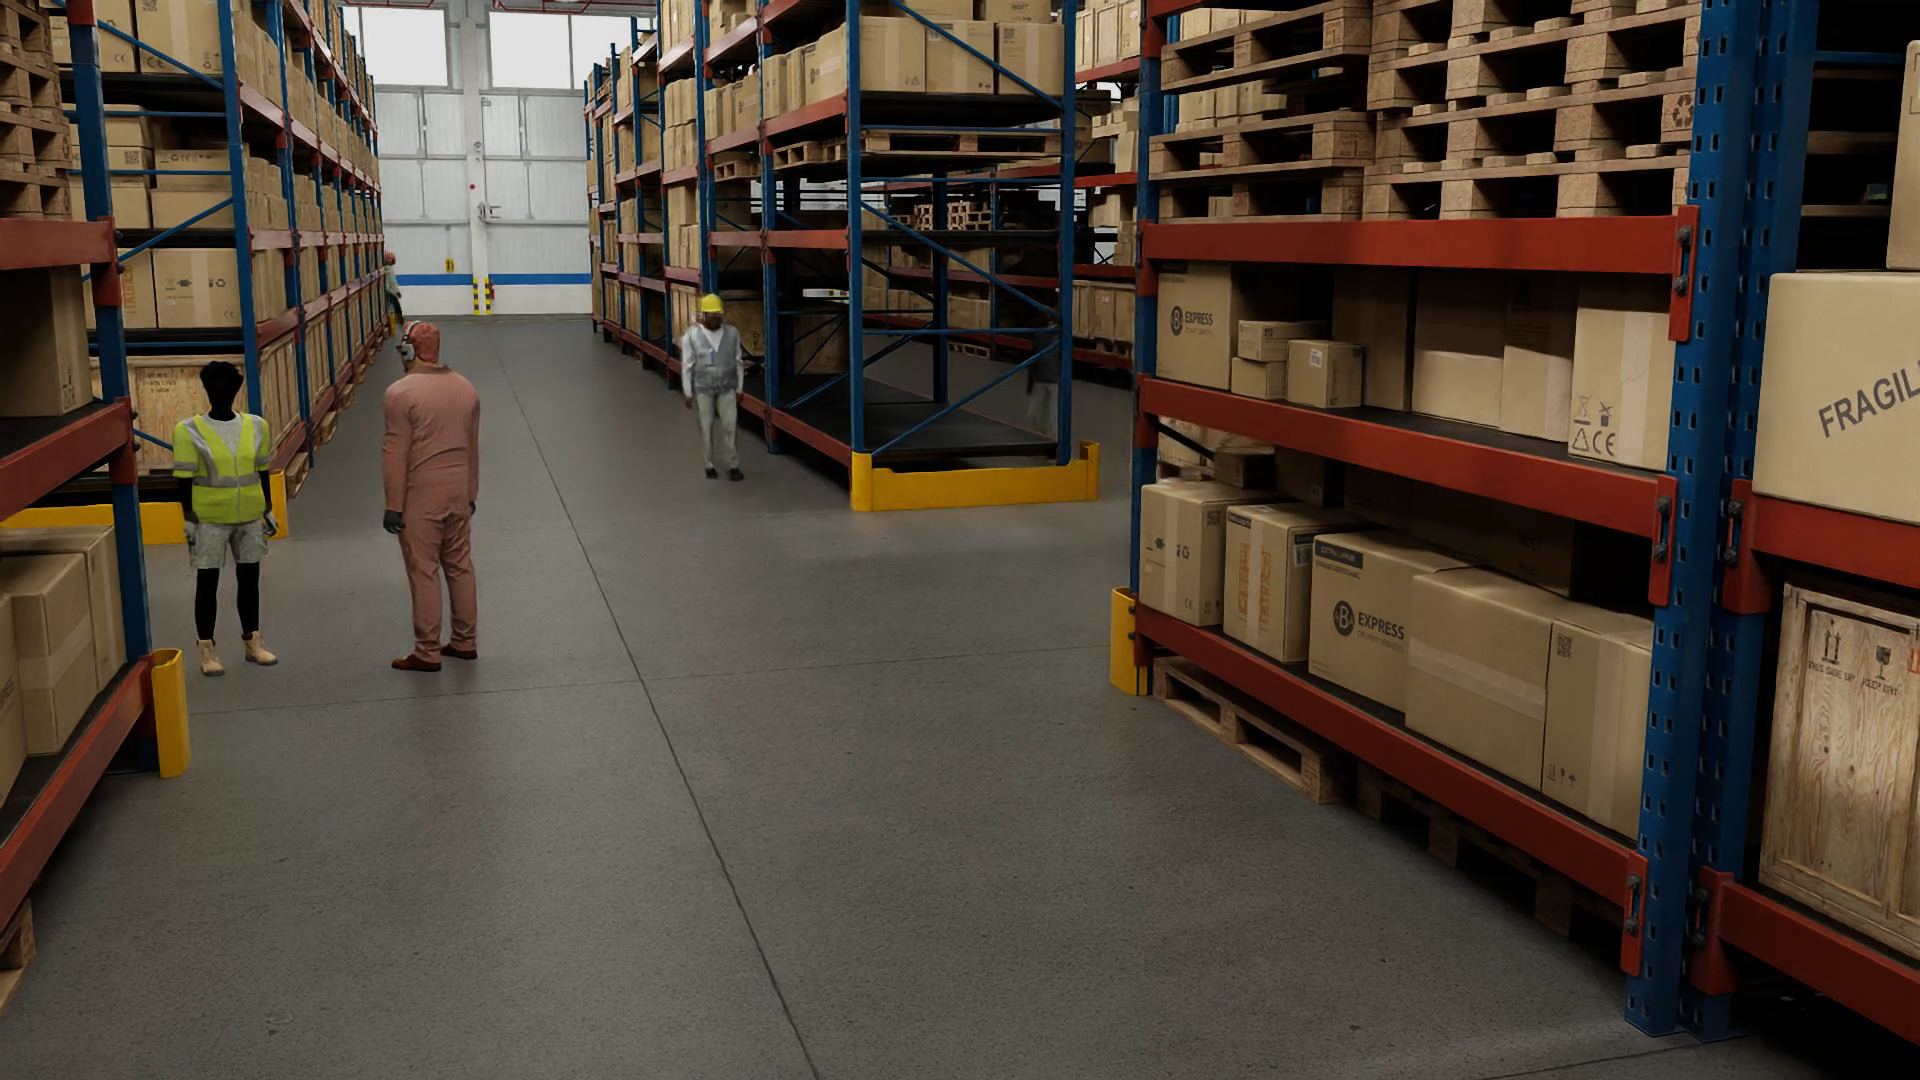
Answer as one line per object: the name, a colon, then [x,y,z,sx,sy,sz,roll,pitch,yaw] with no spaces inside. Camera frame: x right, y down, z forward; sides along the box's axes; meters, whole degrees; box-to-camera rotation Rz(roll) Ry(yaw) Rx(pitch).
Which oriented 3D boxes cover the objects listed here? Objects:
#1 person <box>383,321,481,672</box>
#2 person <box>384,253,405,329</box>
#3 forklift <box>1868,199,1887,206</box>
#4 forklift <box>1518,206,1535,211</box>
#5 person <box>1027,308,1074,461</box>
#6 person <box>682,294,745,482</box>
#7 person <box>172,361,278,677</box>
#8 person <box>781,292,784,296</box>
person: [-2.900,-0.240,9.090,0.398,1.900,0.647,5,11,25]
person: [-14.544,-6.323,42.317,1.024,1.952,0.607,-5,12,-27]
forklift: [11.338,-2.915,21.052,1.129,2.768,1.873,-3,11,-17]
forklift: [4.723,-1.542,13.520,1.873,2.768,1.129,-3,11,-18]
person: [0.955,-1.632,17.488,0.534,1.611,0.387,5,11,24]
person: [-2.330,-1.438,15.910,0.624,1.795,0.887,-4,11,-19]
person: [-3.958,-0.125,9.000,0.322,1.695,0.536,9,14,42]
person: [-4.446,-6.459,42.958,0.454,1.973,0.647,-4,11,-21]
